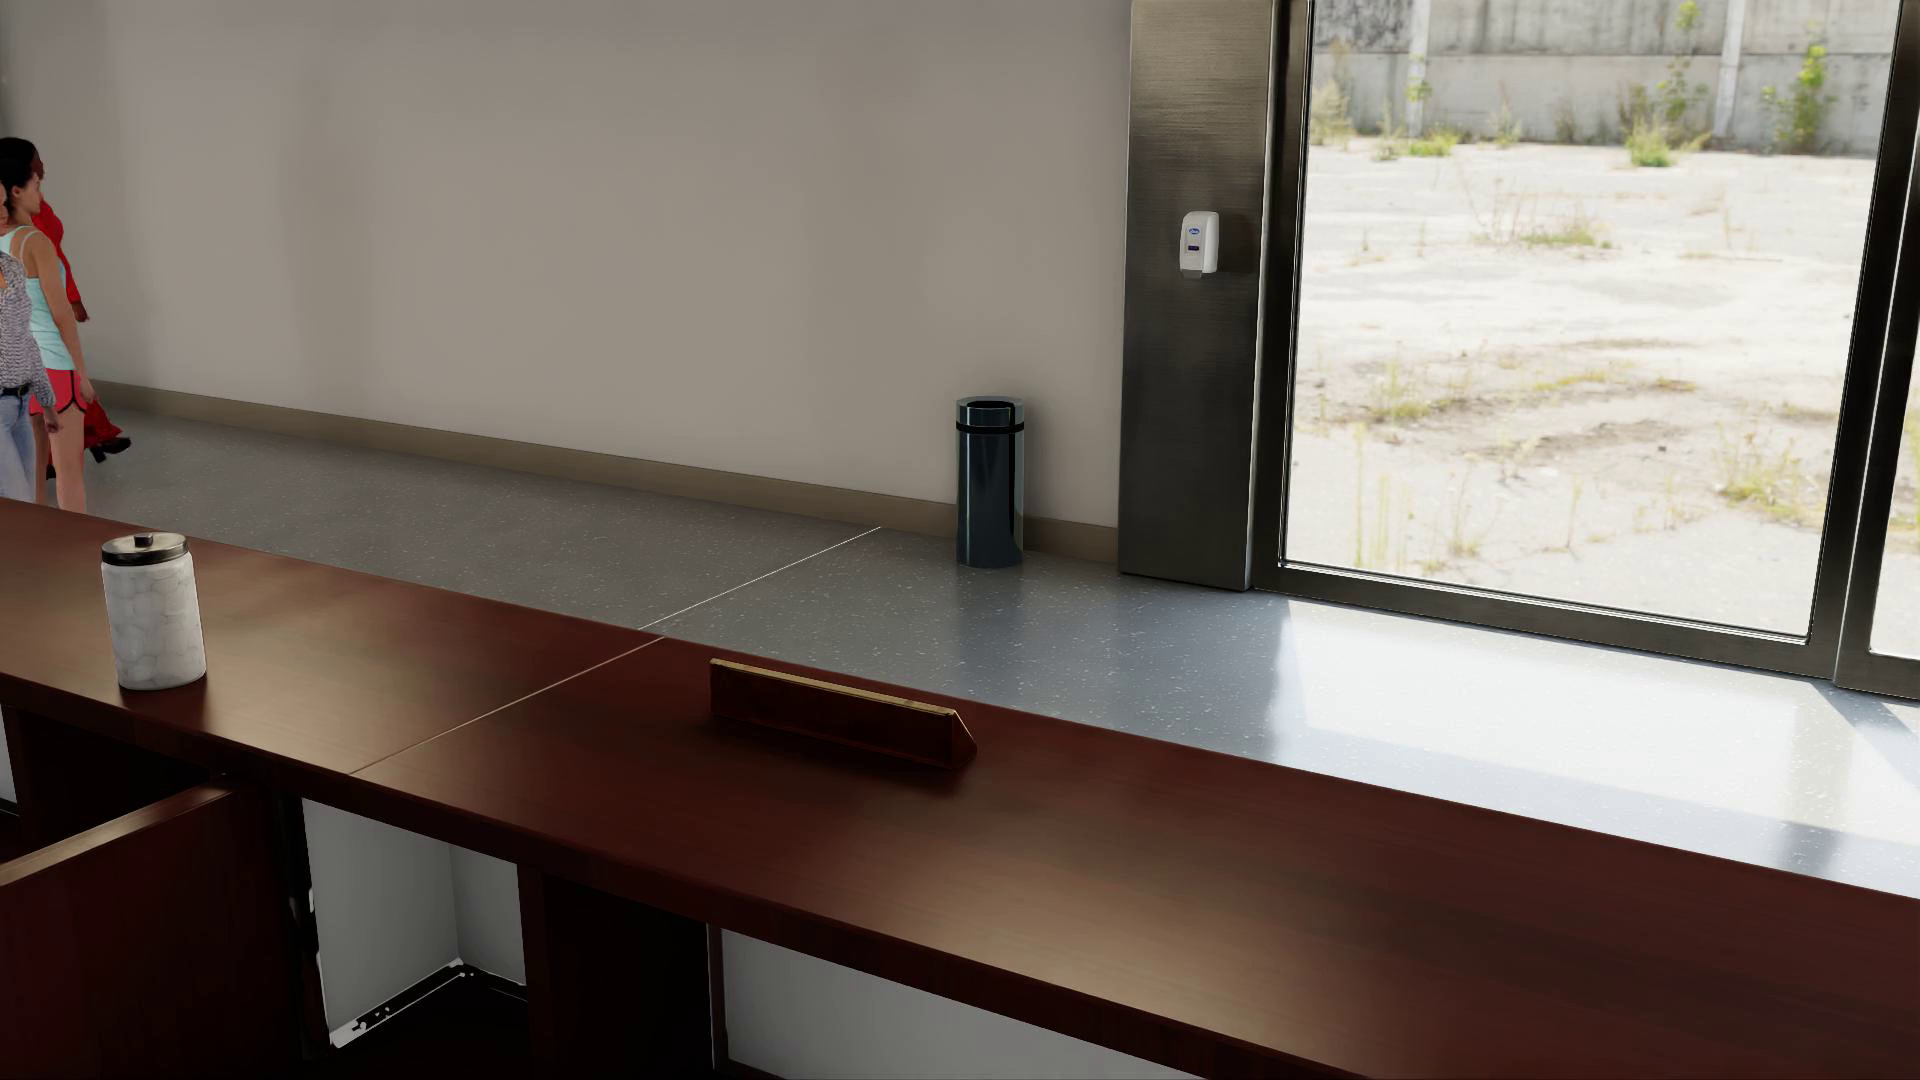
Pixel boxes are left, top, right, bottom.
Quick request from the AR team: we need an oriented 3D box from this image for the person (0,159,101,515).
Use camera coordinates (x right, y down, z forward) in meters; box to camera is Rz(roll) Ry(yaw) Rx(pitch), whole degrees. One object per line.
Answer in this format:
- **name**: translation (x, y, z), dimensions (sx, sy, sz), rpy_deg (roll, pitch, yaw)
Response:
- **person**: translation (-3.845, -0.695, 6.961), dimensions (0.611, 1.764, 0.586), rpy_deg (7, 17, 23)

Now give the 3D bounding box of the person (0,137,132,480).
- **person**: translation (-4.883, -1.159, 8.612), dimensions (0.753, 1.762, 1.031), rpy_deg (13, 20, 39)

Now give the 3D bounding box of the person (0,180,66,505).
- **person**: translation (-3.477, -0.415, 5.936), dimensions (0.798, 1.781, 0.698), rpy_deg (0, 16, -1)
